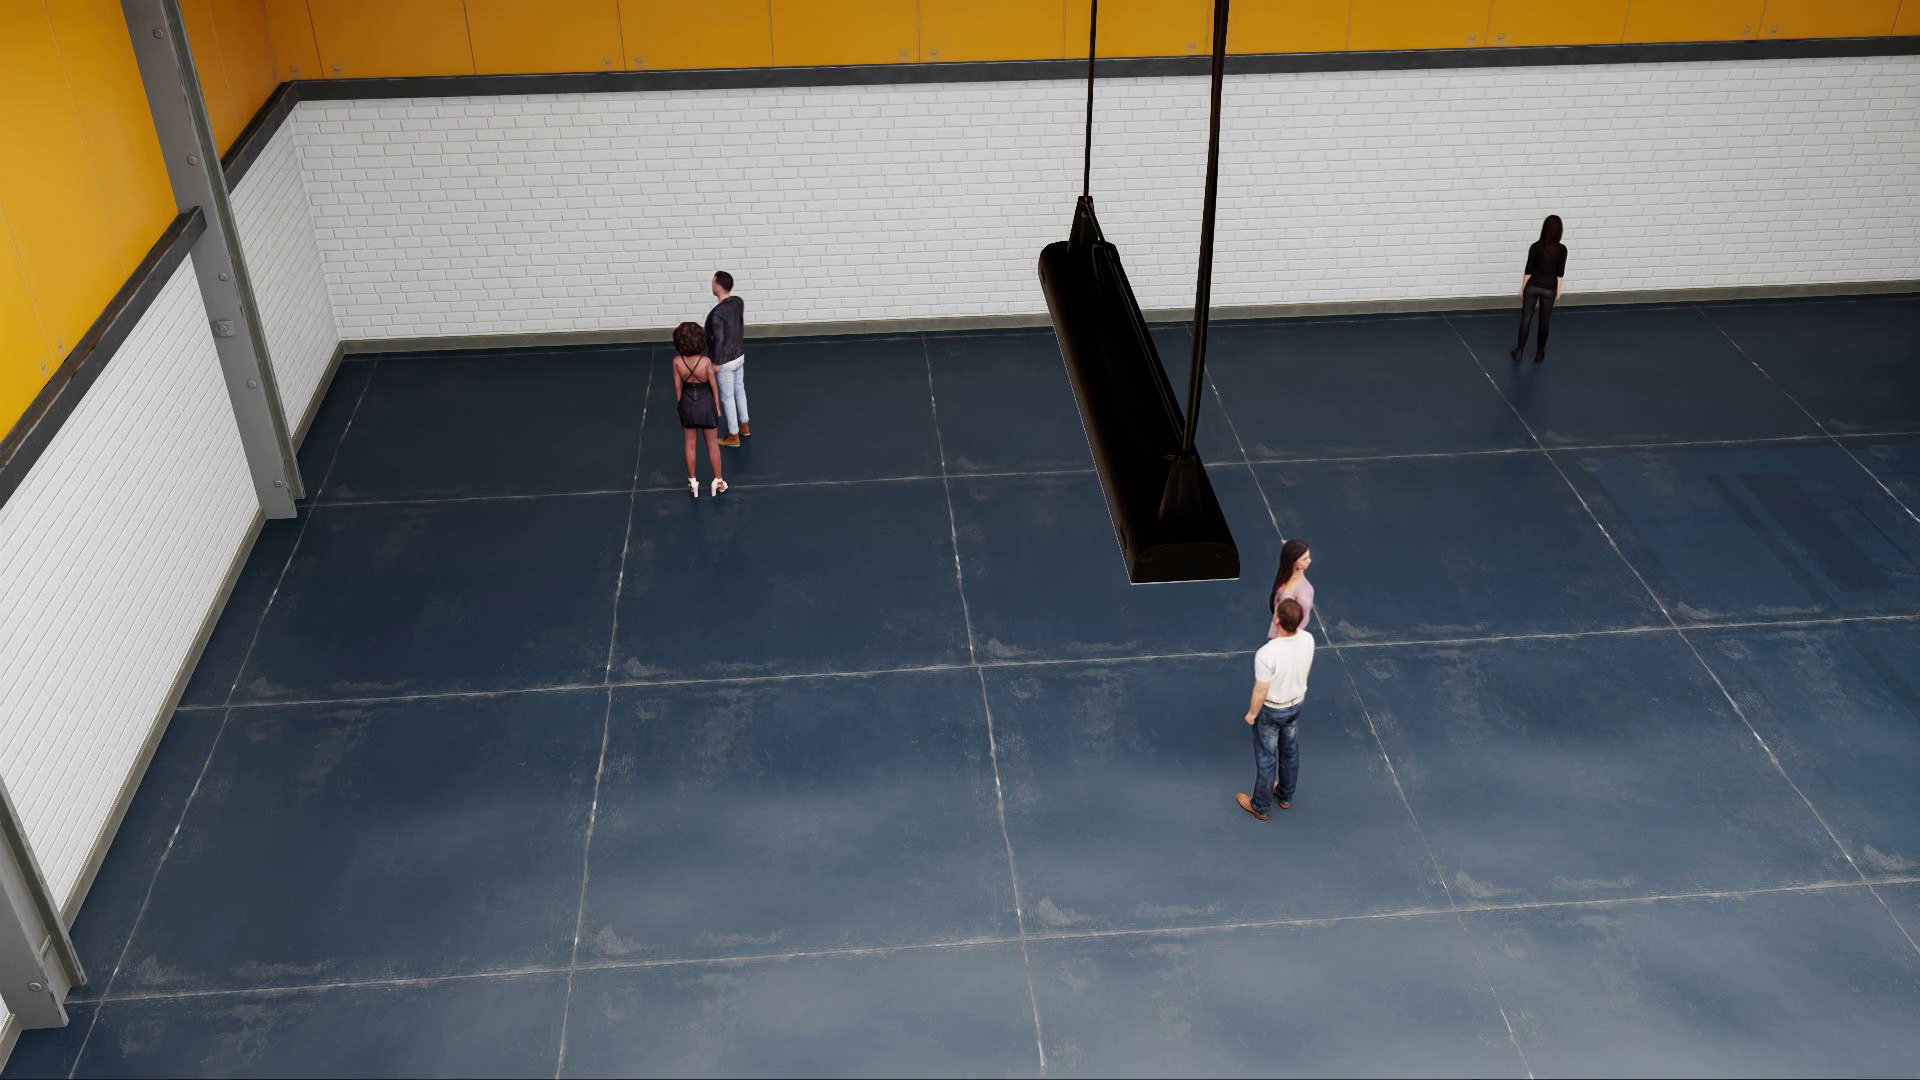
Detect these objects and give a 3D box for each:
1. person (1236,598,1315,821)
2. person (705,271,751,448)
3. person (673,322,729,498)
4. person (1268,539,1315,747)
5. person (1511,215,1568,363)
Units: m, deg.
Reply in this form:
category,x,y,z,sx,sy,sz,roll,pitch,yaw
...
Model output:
category,x,y,z,sx,sy,sz,roll,pitch,yaw
person,2.265,1.192,11.779,0.746,1.856,0.732,-18,38,-25
person,-2.256,-1.781,16.270,0.796,1.836,0.664,13,36,19
person,-2.431,-1.202,15.441,0.582,1.789,0.563,1,34,2
person,2.427,0.759,12.472,0.761,1.809,0.611,11,35,15
person,6.220,-2.685,17.806,0.633,1.641,0.616,9,35,13
